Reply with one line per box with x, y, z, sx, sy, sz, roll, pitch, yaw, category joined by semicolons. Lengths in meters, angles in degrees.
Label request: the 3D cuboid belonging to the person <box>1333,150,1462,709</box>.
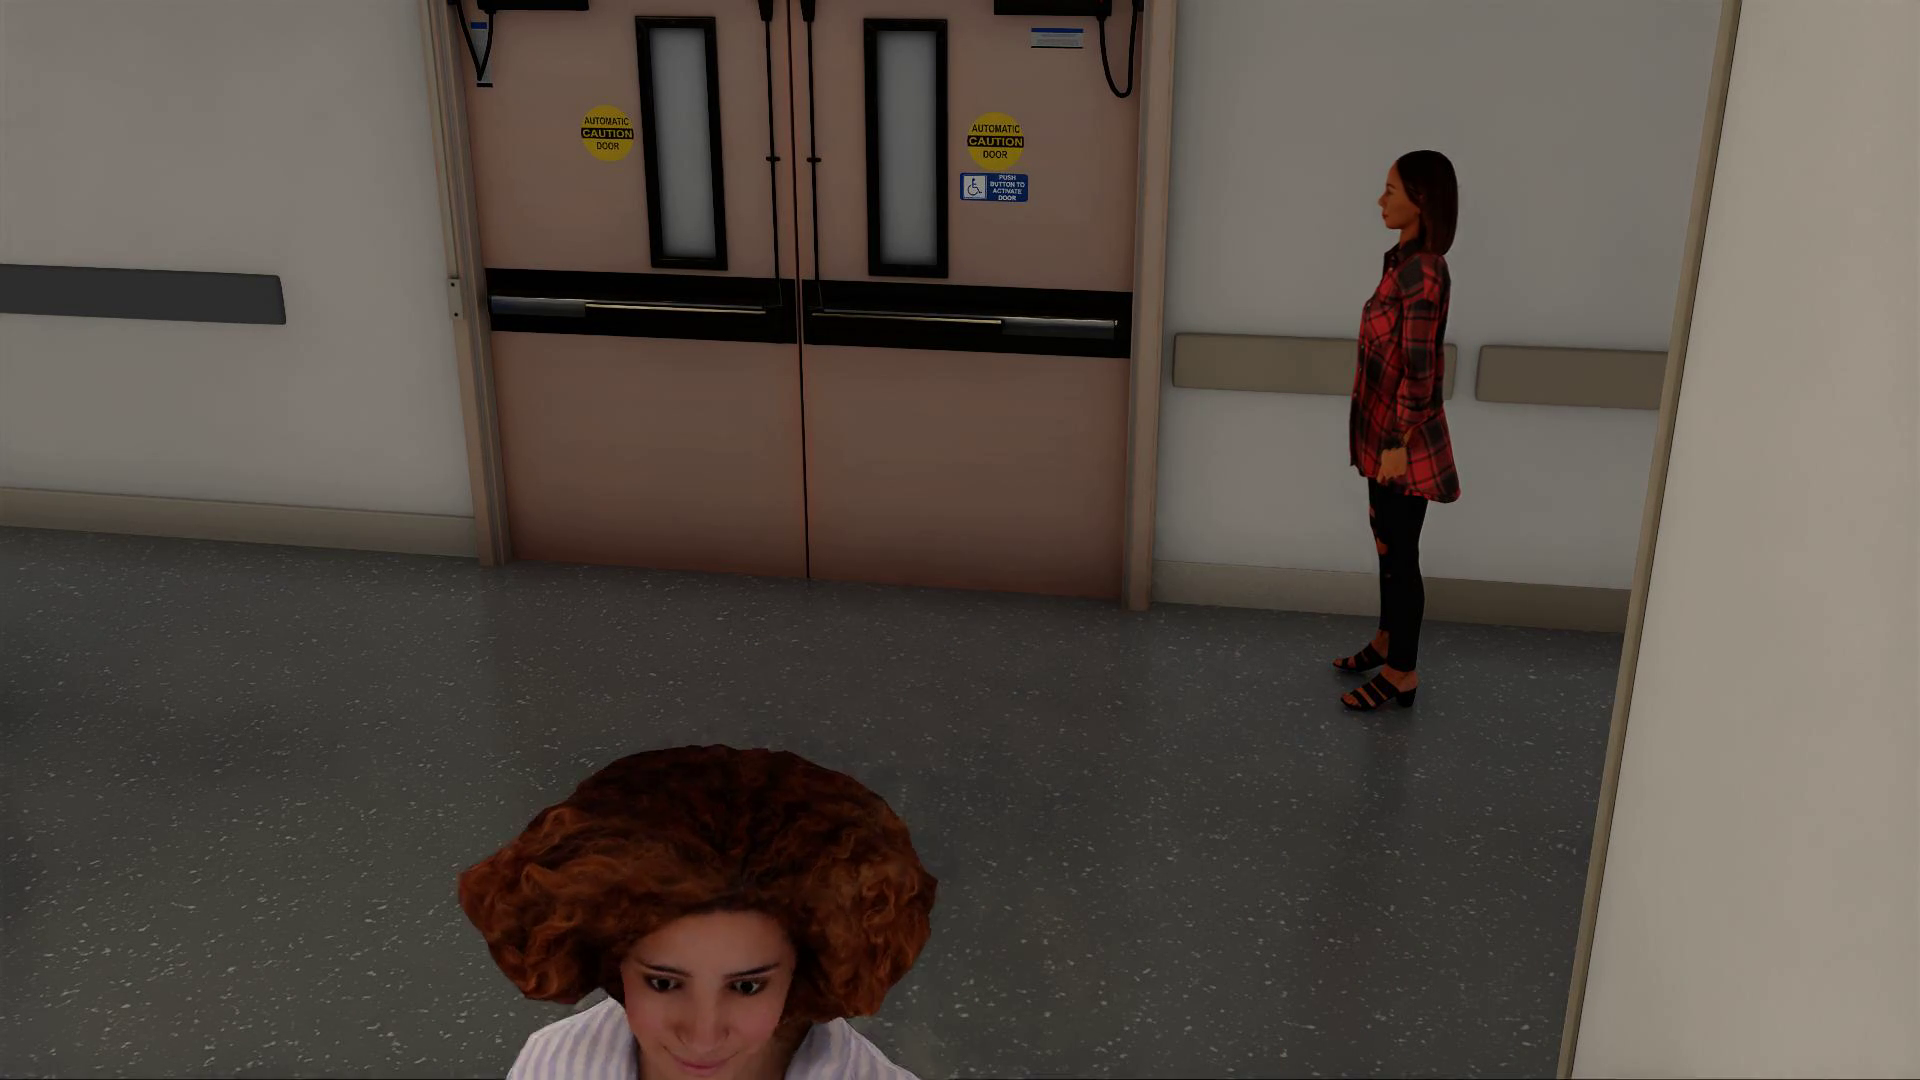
1.325;-0.311;5.000;0.542;1.702;0.612;3;21;8;person

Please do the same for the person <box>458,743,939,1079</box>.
-0.192;0.934;1.750;0.945;1.676;0.771;7;22;18;person
